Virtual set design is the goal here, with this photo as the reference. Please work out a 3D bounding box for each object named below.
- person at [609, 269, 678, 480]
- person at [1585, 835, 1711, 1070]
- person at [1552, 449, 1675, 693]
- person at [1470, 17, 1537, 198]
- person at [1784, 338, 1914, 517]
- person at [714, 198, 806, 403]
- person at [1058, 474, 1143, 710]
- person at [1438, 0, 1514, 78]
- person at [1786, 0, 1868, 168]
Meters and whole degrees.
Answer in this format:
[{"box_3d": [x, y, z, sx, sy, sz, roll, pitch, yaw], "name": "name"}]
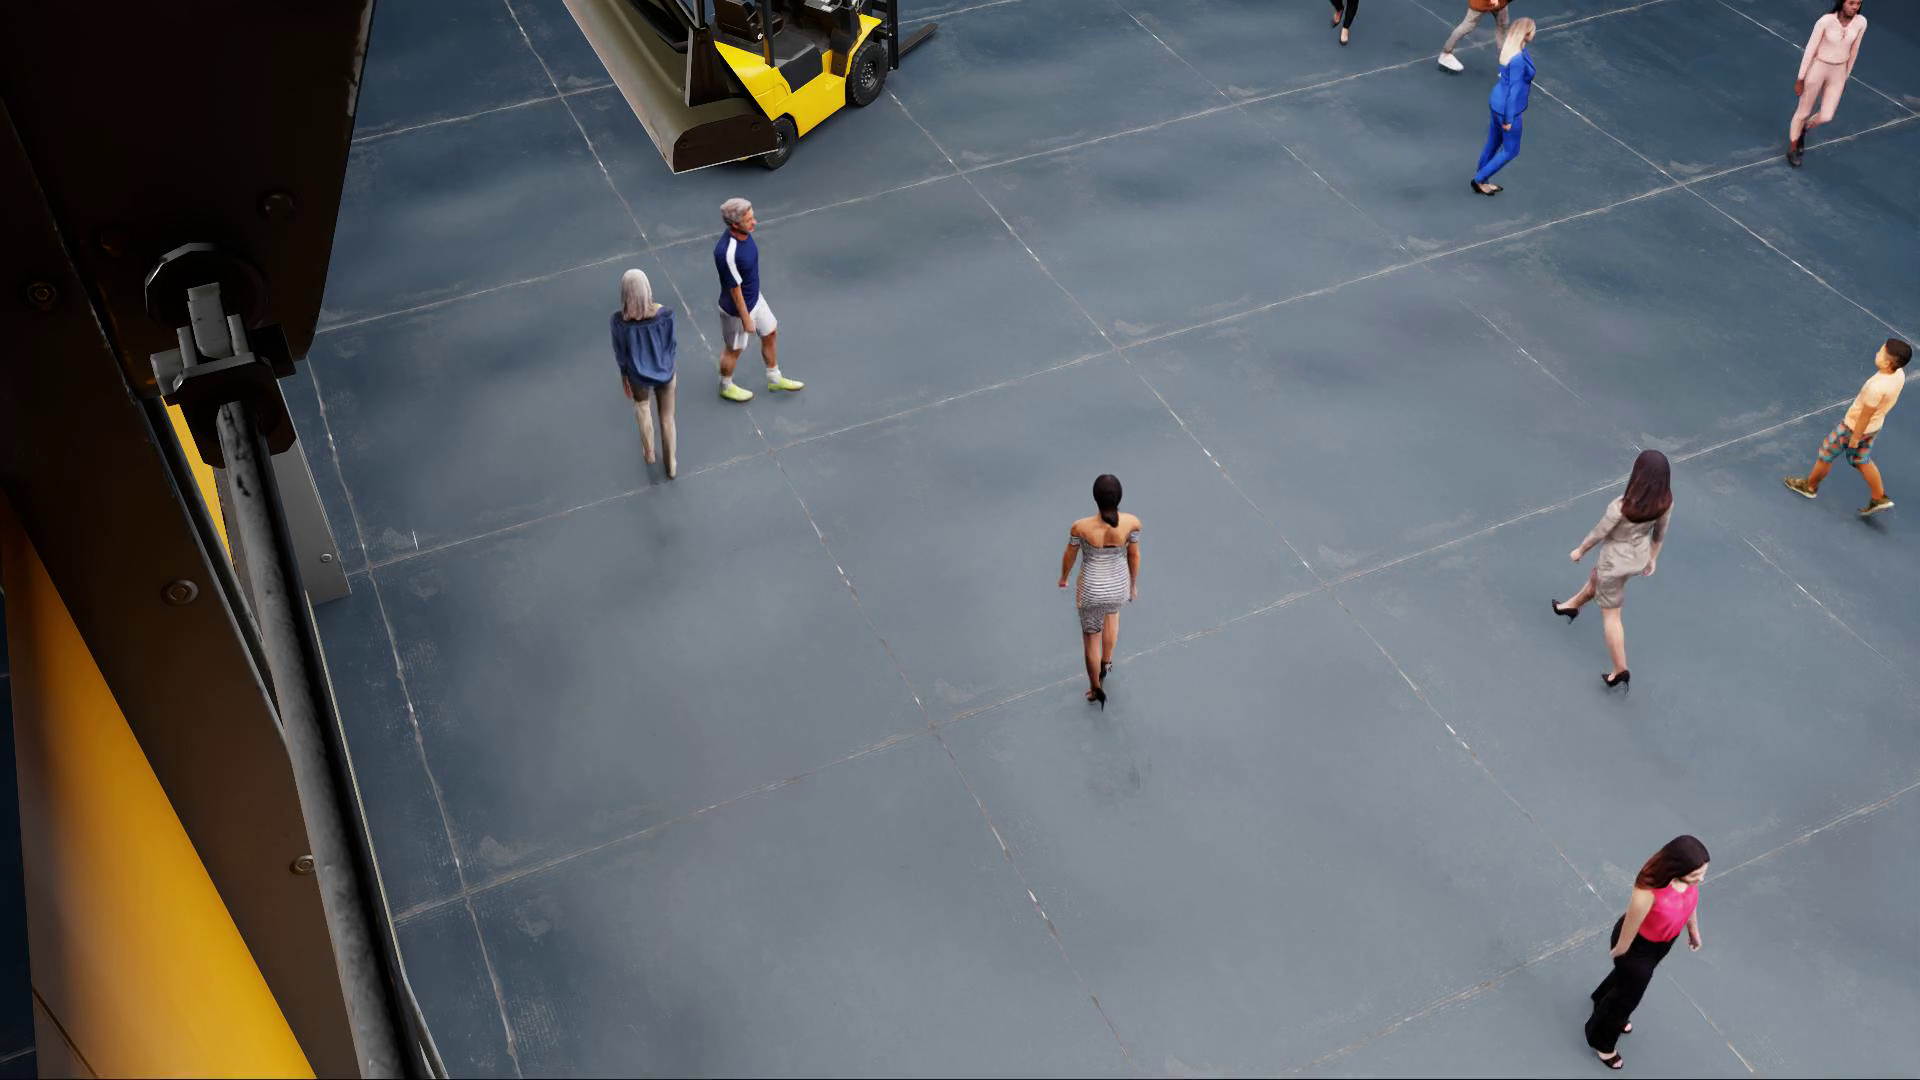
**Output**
[{"box_3d": [-2.183, -1.112, 11.871, 0.692, 1.677, 0.730, -7, 44, -8], "name": "person"}, {"box_3d": [3.513, 2.027, 8.593, 0.653, 1.655, 0.677, -27, 50, -26], "name": "person"}, {"box_3d": [4.185, 0.225, 10.453, 0.669, 1.697, 1.129, -14, 45, -14], "name": "person"}, {"box_3d": [4.729, -3.793, 14.674, 0.798, 1.693, 0.671, 2, 44, 2], "name": "person"}, {"box_3d": [6.412, -0.773, 11.689, 0.655, 1.438, 0.976, -28, 50, -26], "name": "person"}, {"box_3d": [-1.728, -1.792, 12.490, 0.991, 1.809, 0.971, 7, 44, 7], "name": "person"}, {"box_3d": [0.896, 0.389, 10.199, 0.689, 1.811, 0.703, -9, 44, -10], "name": "person"}, {"box_3d": [5.112, -5.399, 16.292, 1.223, 1.787, 0.990, 32, 52, 29], "name": "person"}, {"box_3d": [7.826, -4.250, 15.140, 0.775, 1.713, 0.811, 2, 44, 2], "name": "person"}]
